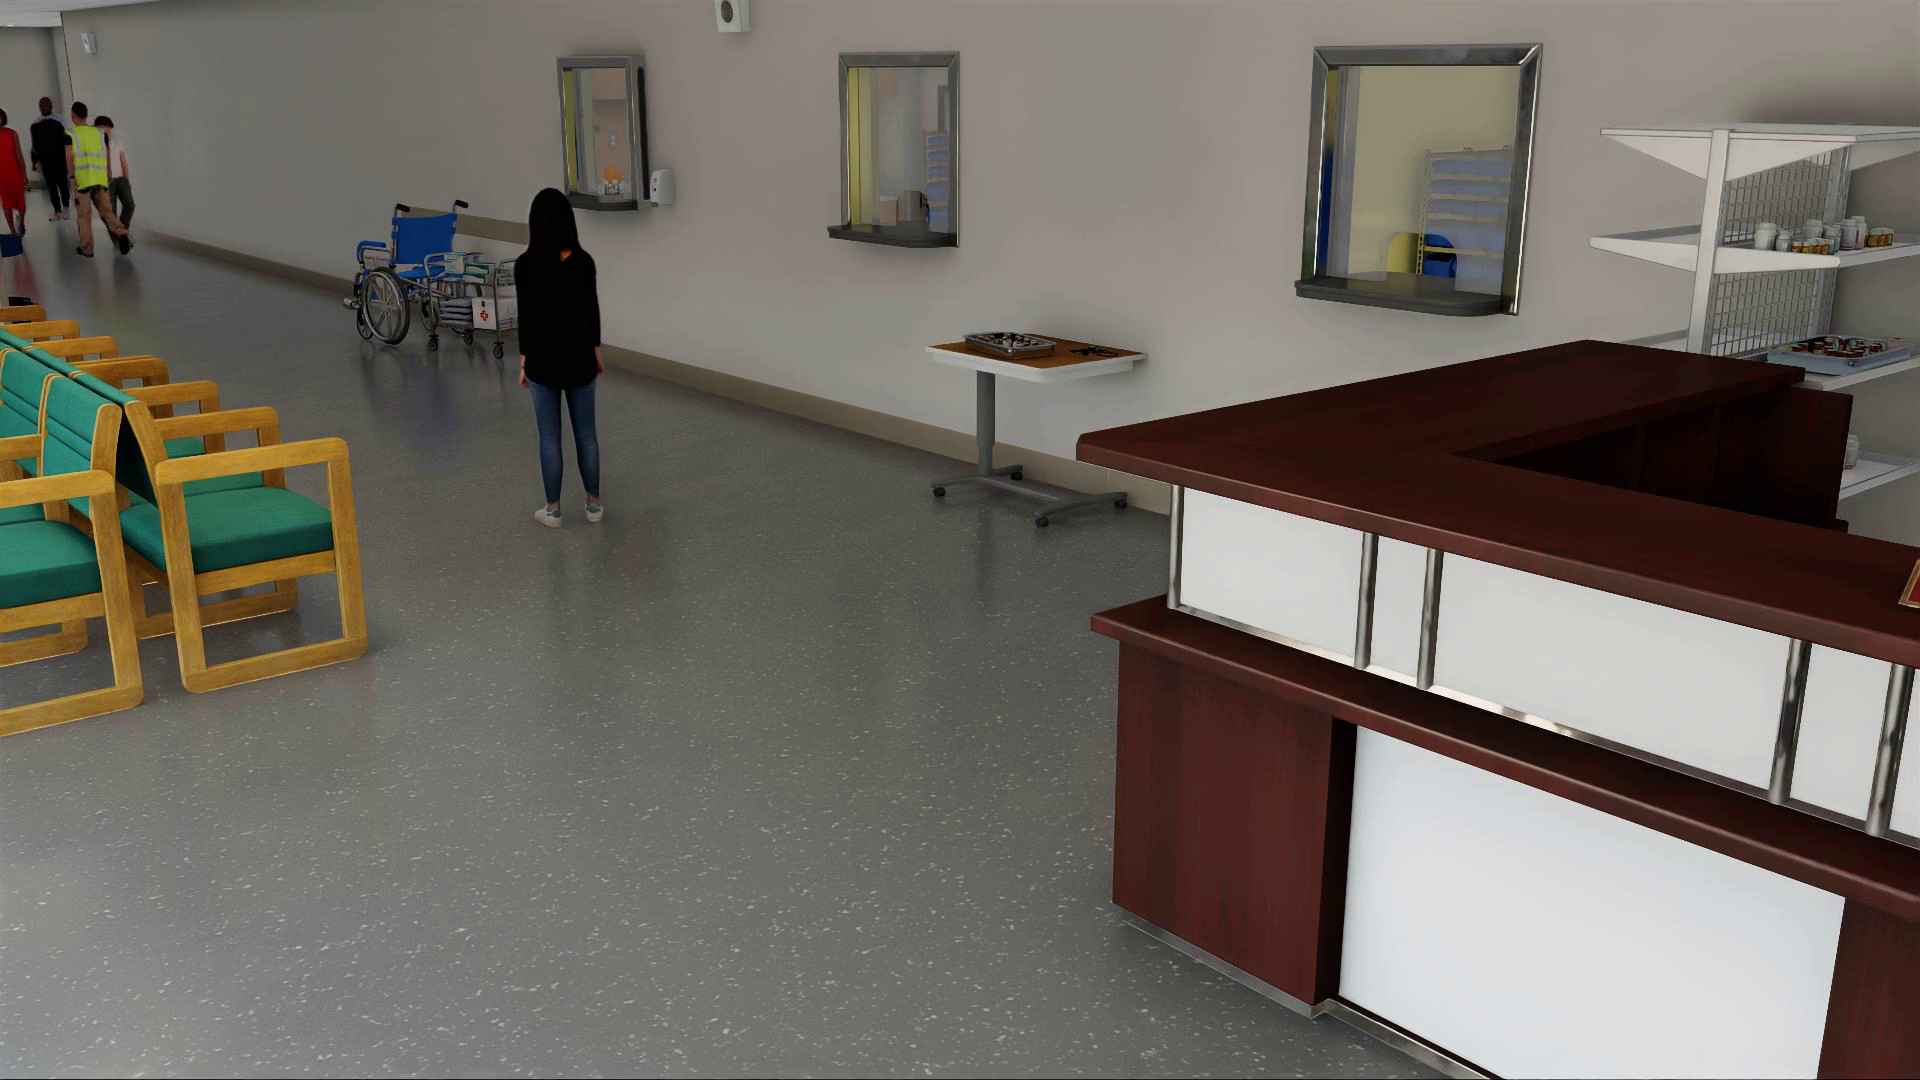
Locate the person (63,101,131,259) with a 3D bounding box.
[{"bbox_3d":[-10.294,-4.254,19.761,0.909,1.818,1.095,12,19,36],"label":"person"}]

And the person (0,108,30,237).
[{"bbox_3d":[-12.304,-4.697,21.526,1.041,1.714,0.775,-10,19,-32],"label":"person"}]

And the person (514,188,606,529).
[{"bbox_3d":[-1.957,-0.891,8.152,0.527,1.647,0.681,-8,17,-25],"label":"person"}]

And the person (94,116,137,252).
[{"bbox_3d":[-10.622,-4.452,20.788,0.676,1.644,0.565,15,21,42],"label":"person"}]

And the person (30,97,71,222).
[{"bbox_3d":[-13.517,-5.702,24.913,0.865,1.810,0.962,0,16,2],"label":"person"}]
